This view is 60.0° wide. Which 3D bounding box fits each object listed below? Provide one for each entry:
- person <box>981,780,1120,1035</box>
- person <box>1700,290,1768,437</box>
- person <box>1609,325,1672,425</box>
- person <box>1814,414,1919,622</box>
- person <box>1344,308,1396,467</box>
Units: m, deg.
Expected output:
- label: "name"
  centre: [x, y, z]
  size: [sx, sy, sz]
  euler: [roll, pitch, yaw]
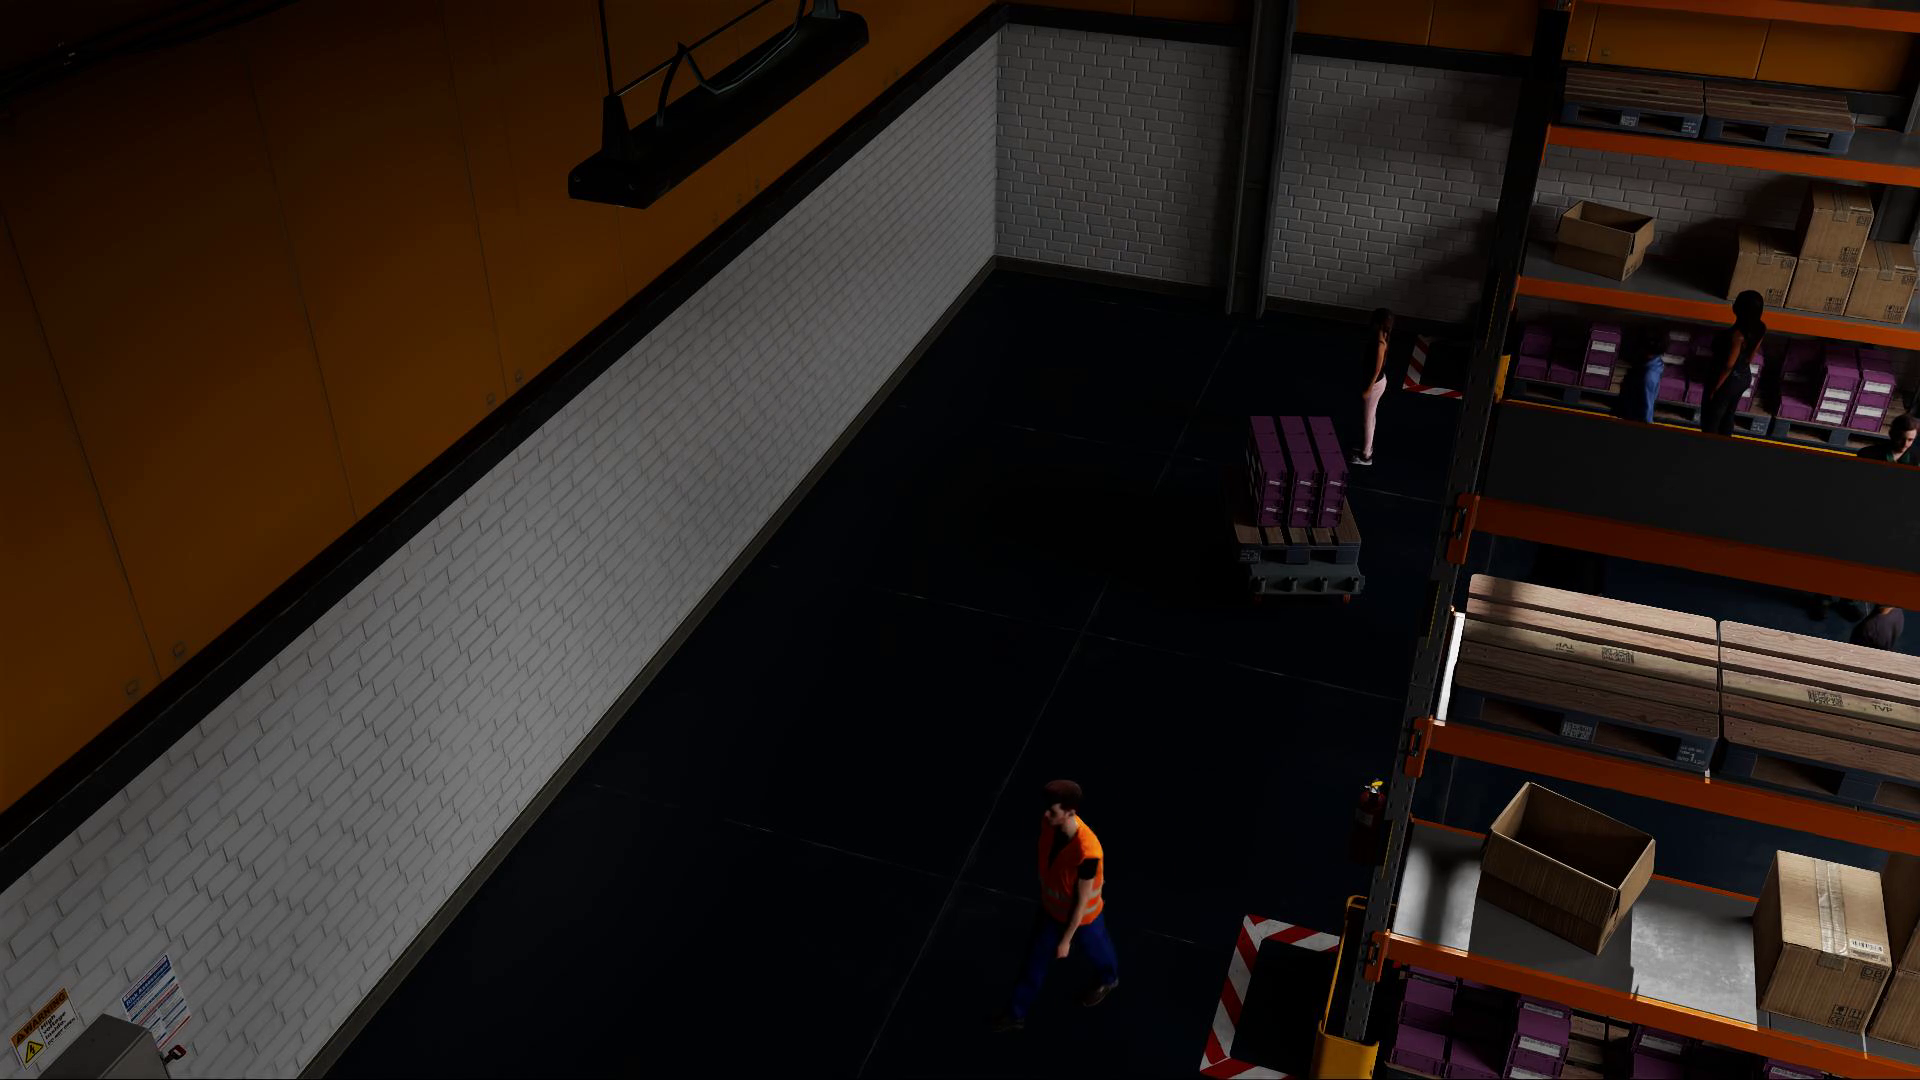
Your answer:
- label: "person"
  centre: [0.730, 2.123, 9.735]
  size: [1.159, 1.828, 1.228]
  euler: [-22, 40, -30]
- label: "person"
  centre: [6.970, -1.433, 15.094]
  size: [0.767, 1.816, 0.789]
  euler: [-23, 40, -31]
- label: "person"
  centre: [5.993, -1.052, 14.560]
  size: [1.143, 1.773, 0.692]
  euler: [12, 35, 18]
- label: "person"
  centre: [7.219, -0.184, 13.196]
  size: [0.625, 1.839, 0.765]
  euler: [2, 34, 3]
- label: "person"
  centre: [3.802, -1.431, 15.319]
  size: [0.501, 1.565, 0.528]
  euler: [11, 35, 16]
